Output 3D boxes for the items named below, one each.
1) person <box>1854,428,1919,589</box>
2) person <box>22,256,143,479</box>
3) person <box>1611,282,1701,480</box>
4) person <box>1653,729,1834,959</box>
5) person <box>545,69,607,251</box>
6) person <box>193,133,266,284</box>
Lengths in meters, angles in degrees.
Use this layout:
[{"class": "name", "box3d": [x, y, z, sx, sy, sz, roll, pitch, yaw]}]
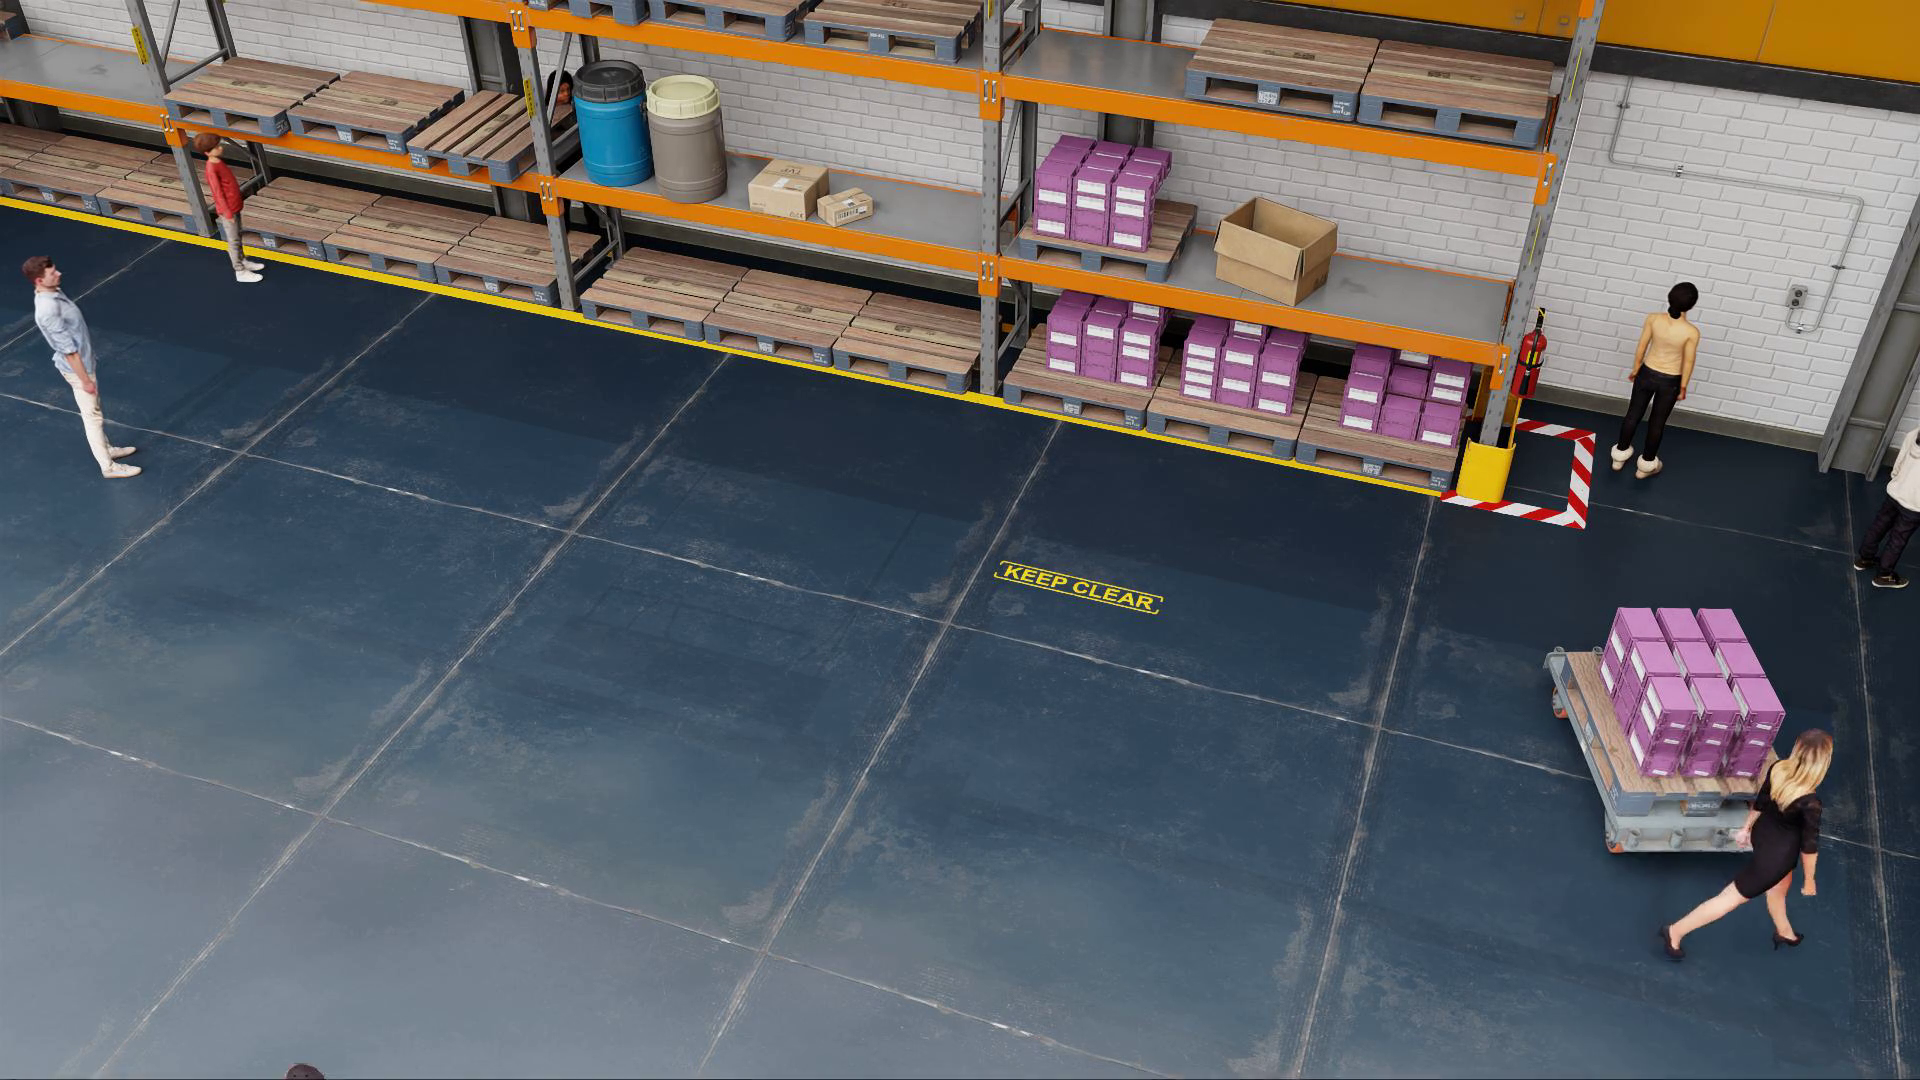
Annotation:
[{"class": "person", "box3d": [6.628, -0.318, 11.615, 0.686, 1.455, 0.661, -8, 39, -10]}, {"class": "person", "box3d": [-6.665, -1.314, 12.547, 0.784, 1.848, 0.719, -17, 42, -20]}, {"class": "person", "box3d": [5.286, -1.218, 12.577, 0.613, 1.660, 0.735, 28, 46, 31]}, {"class": "person", "box3d": [4.258, 1.708, 8.941, 1.170, 1.626, 0.842, 3, 39, 3]}, {"class": "person", "box3d": [-3.579, -3.469, 15.275, 0.779, 1.811, 0.839, -16, 41, -19]}, {"class": "person", "box3d": [-6.626, -3.018, 15.027, 0.628, 1.416, 0.599, -7, 39, -9]}]
